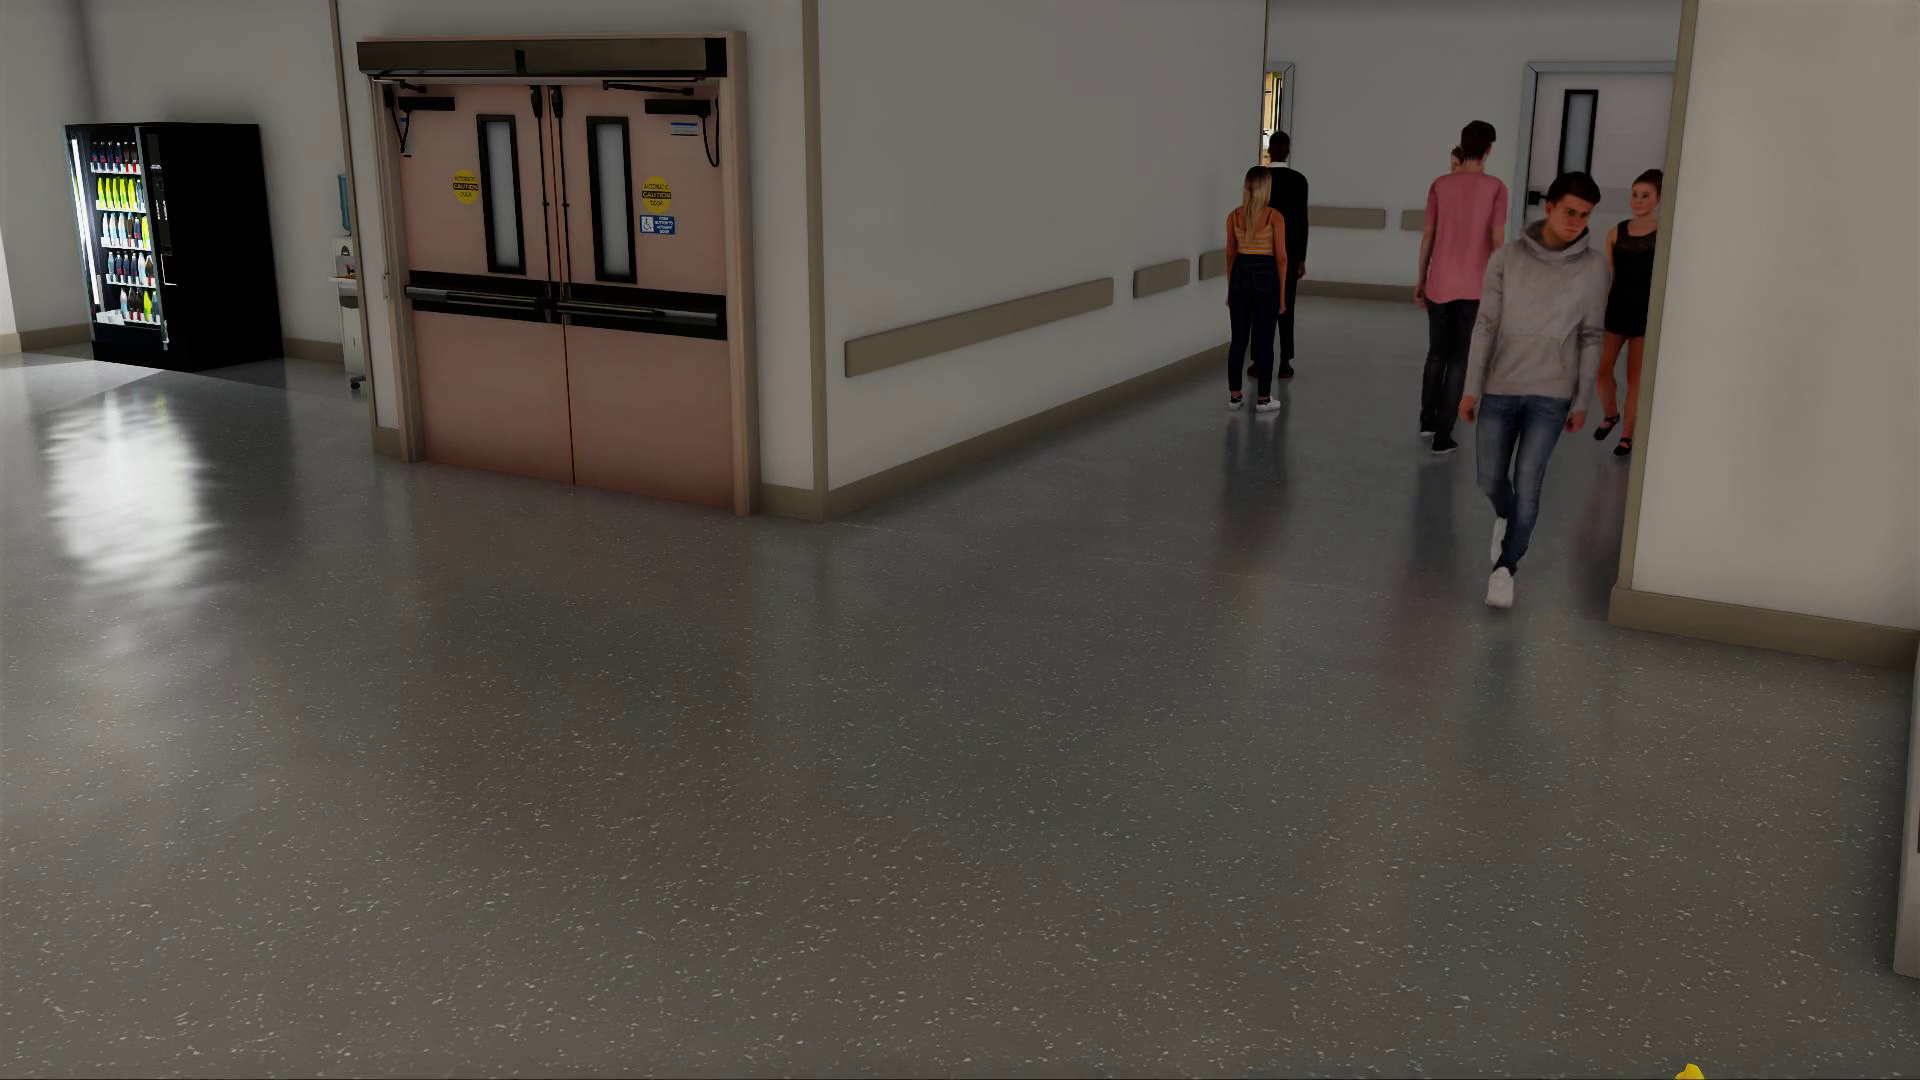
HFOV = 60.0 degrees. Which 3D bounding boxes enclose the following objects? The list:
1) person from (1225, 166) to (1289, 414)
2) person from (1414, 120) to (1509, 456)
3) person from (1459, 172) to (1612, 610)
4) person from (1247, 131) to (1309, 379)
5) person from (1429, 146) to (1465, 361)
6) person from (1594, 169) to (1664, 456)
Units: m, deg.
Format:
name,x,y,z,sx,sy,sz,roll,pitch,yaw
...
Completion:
name,x,y,z,sx,sy,sz,roll,pitch,yaw
person,1.976,-1.683,11.165,0.448,1.629,0.625,9,18,28
person,2.909,-1.460,9.795,0.646,1.944,0.703,10,18,31
person,2.437,-0.635,7.085,0.882,1.826,0.827,7,17,24
person,2.345,-2.120,12.385,0.625,1.809,0.766,2,16,6
person,3.958,-2.195,12.893,0.756,1.678,0.744,1,16,5
person,4.033,-1.343,9.888,0.549,1.667,0.644,11,19,33
